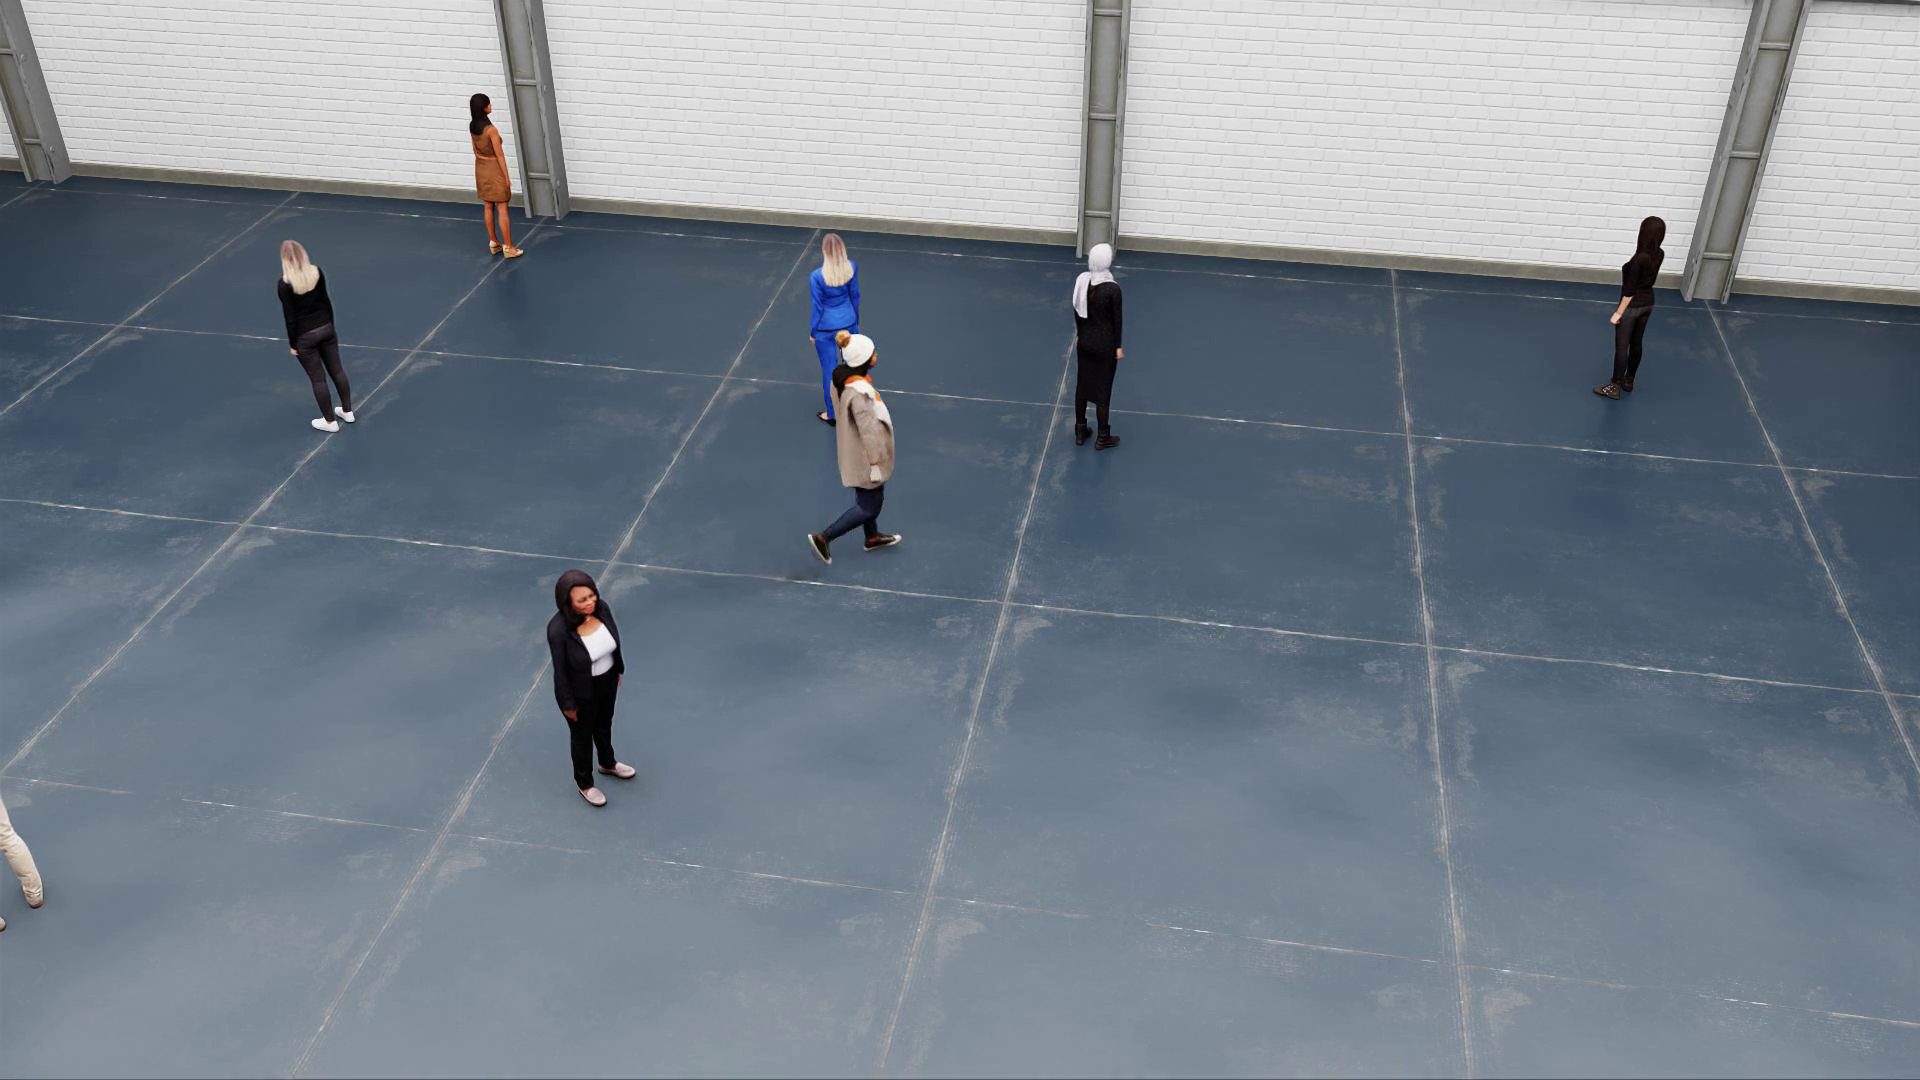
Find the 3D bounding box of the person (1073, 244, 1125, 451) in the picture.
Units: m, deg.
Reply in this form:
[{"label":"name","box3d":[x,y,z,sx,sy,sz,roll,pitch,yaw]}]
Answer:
[{"label":"person","box3d":[1.114,-1.565,13.514,0.626,1.780,0.745,23,40,31]}]

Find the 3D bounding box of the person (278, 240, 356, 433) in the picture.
[{"label":"person","box3d":[-5.355,-1.690,13.788,0.679,1.685,0.684,21,39,29]}]

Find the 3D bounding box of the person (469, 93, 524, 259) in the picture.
[{"label":"person","box3d":[-4.716,-3.671,16.763,0.586,1.690,0.701,22,40,30]}]

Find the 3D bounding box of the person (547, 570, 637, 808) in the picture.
[{"label":"person","box3d":[-2.248,0.859,10.014,0.725,1.617,0.720,17,37,23]}]

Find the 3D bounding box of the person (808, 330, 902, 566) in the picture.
[{"label":"person","box3d":[-0.789,-0.639,12.035,1.123,1.875,0.980,-12,35,-17]}]

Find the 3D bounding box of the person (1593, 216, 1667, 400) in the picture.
[{"label":"person","box3d":[5.812,-2.000,14.293,0.647,1.642,0.705,-22,39,-29]}]

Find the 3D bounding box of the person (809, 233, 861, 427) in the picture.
[{"label":"person","box3d":[-1.028,-1.761,13.881,0.691,1.700,0.760,-19,38,-26]}]
